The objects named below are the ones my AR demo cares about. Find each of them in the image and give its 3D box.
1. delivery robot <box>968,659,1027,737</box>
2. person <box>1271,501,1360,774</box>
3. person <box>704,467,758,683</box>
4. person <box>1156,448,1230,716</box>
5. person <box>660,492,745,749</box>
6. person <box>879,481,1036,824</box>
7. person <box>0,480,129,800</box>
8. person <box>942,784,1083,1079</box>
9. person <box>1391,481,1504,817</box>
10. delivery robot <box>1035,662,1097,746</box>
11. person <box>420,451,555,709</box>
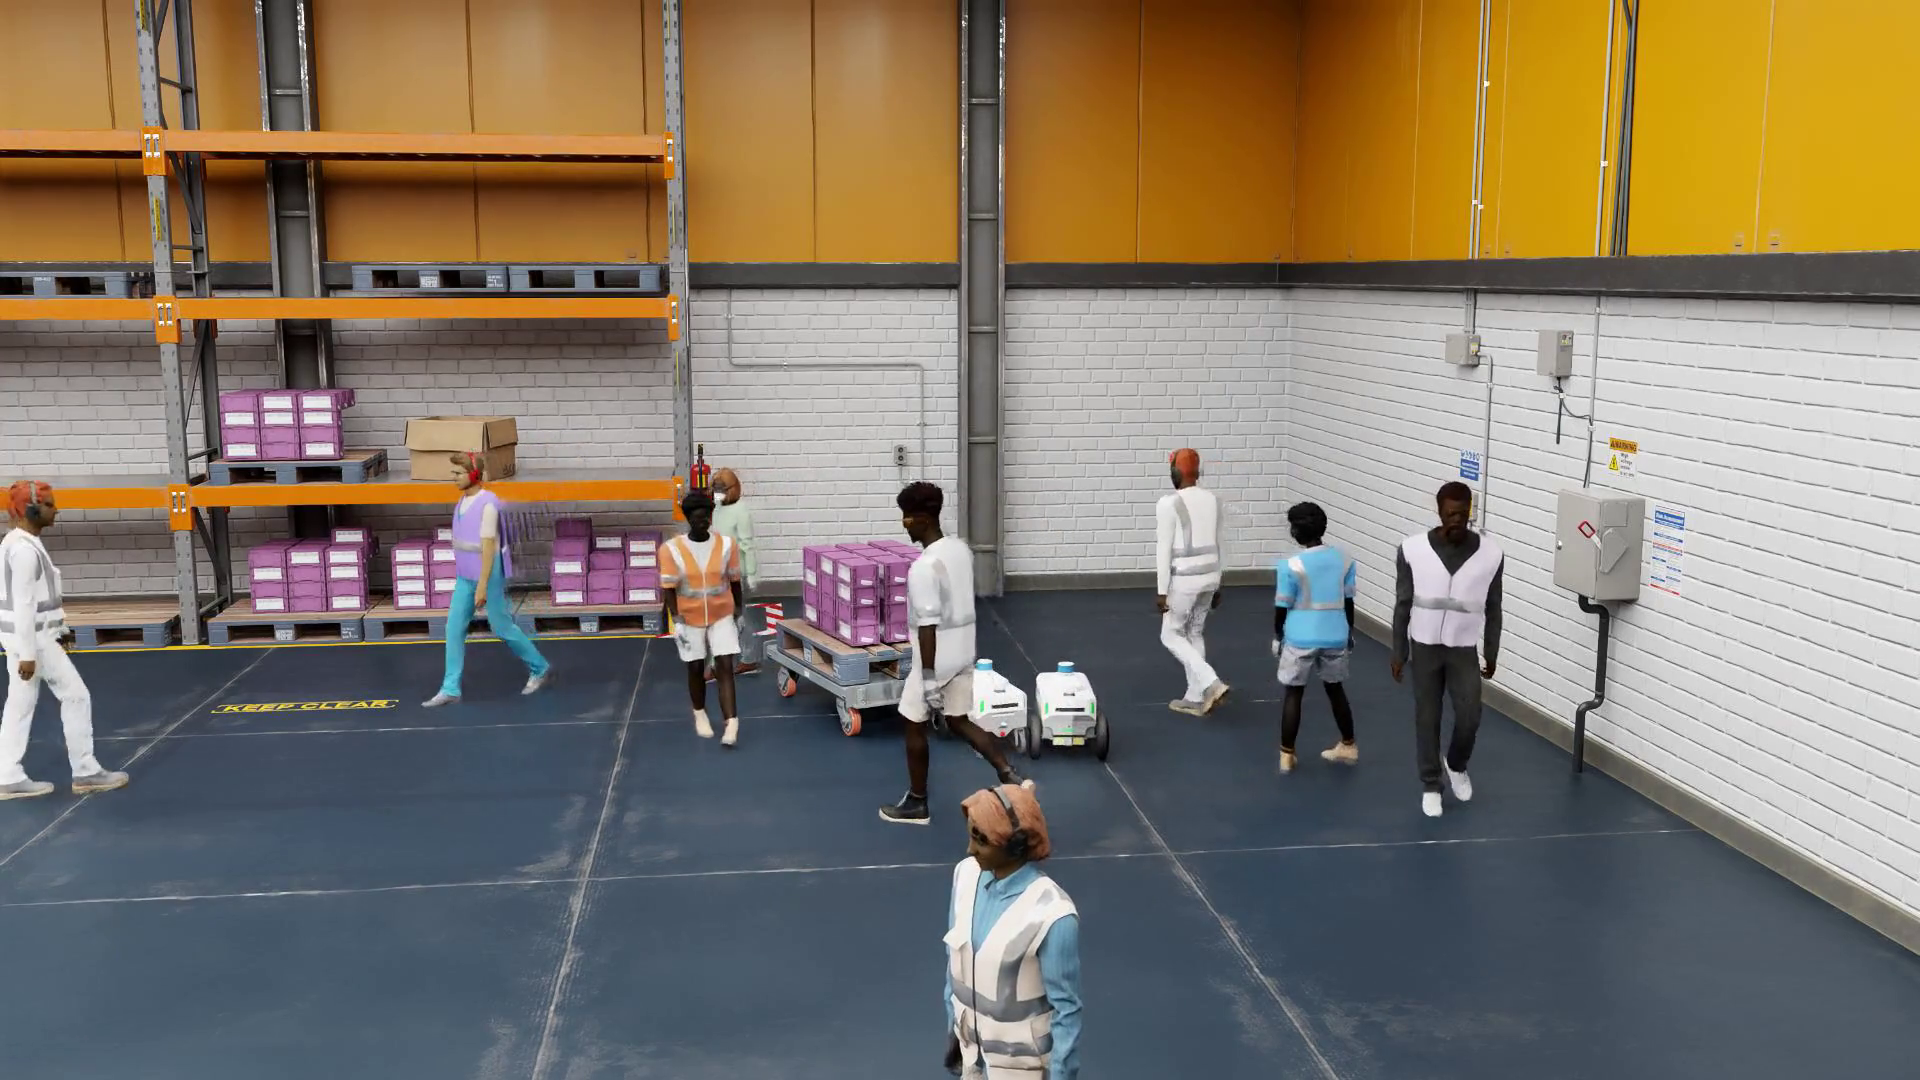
[{"bbox_3d":[0.158,1.009,10.658,0.477,0.478,0.707,-3,10,-20],"label":"delivery robot"},{"bbox_3d":[2.168,0.593,10.071,0.604,1.677,0.350,-3,10,-19],"label":"person"},{"bbox_3d":[-1.775,0.262,12.318,0.710,1.601,0.558,-6,11,-34],"label":"person"},{"bbox_3d":[1.601,0.303,11.289,0.584,1.858,0.544,-7,11,-37],"label":"person"},{"bbox_3d":[-1.636,0.514,10.636,0.546,1.653,0.760,-3,9,-16],"label":"person"},{"bbox_3d":[-0.029,0.641,8.989,0.838,1.925,0.624,5,10,29],"label":"person"},{"bbox_3d":[-5.243,0.575,9.626,0.813,1.853,0.592,-7,11,-36],"label":"person"},{"bbox_3d":[0.142,1.471,4.689,0.314,1.639,0.515,-7,12,-38],"label":"person"},{"bbox_3d":[2.717,0.604,9.308,0.592,1.901,0.434,2,9,11],"label":"person"},{"bbox_3d":[0.670,1.019,10.591,0.477,0.478,0.707,0,9,-1],"label":"delivery robot"},{"bbox_3d":[-3.339,0.260,11.748,0.934,1.806,0.560,-8,12,-42],"label":"person"}]
